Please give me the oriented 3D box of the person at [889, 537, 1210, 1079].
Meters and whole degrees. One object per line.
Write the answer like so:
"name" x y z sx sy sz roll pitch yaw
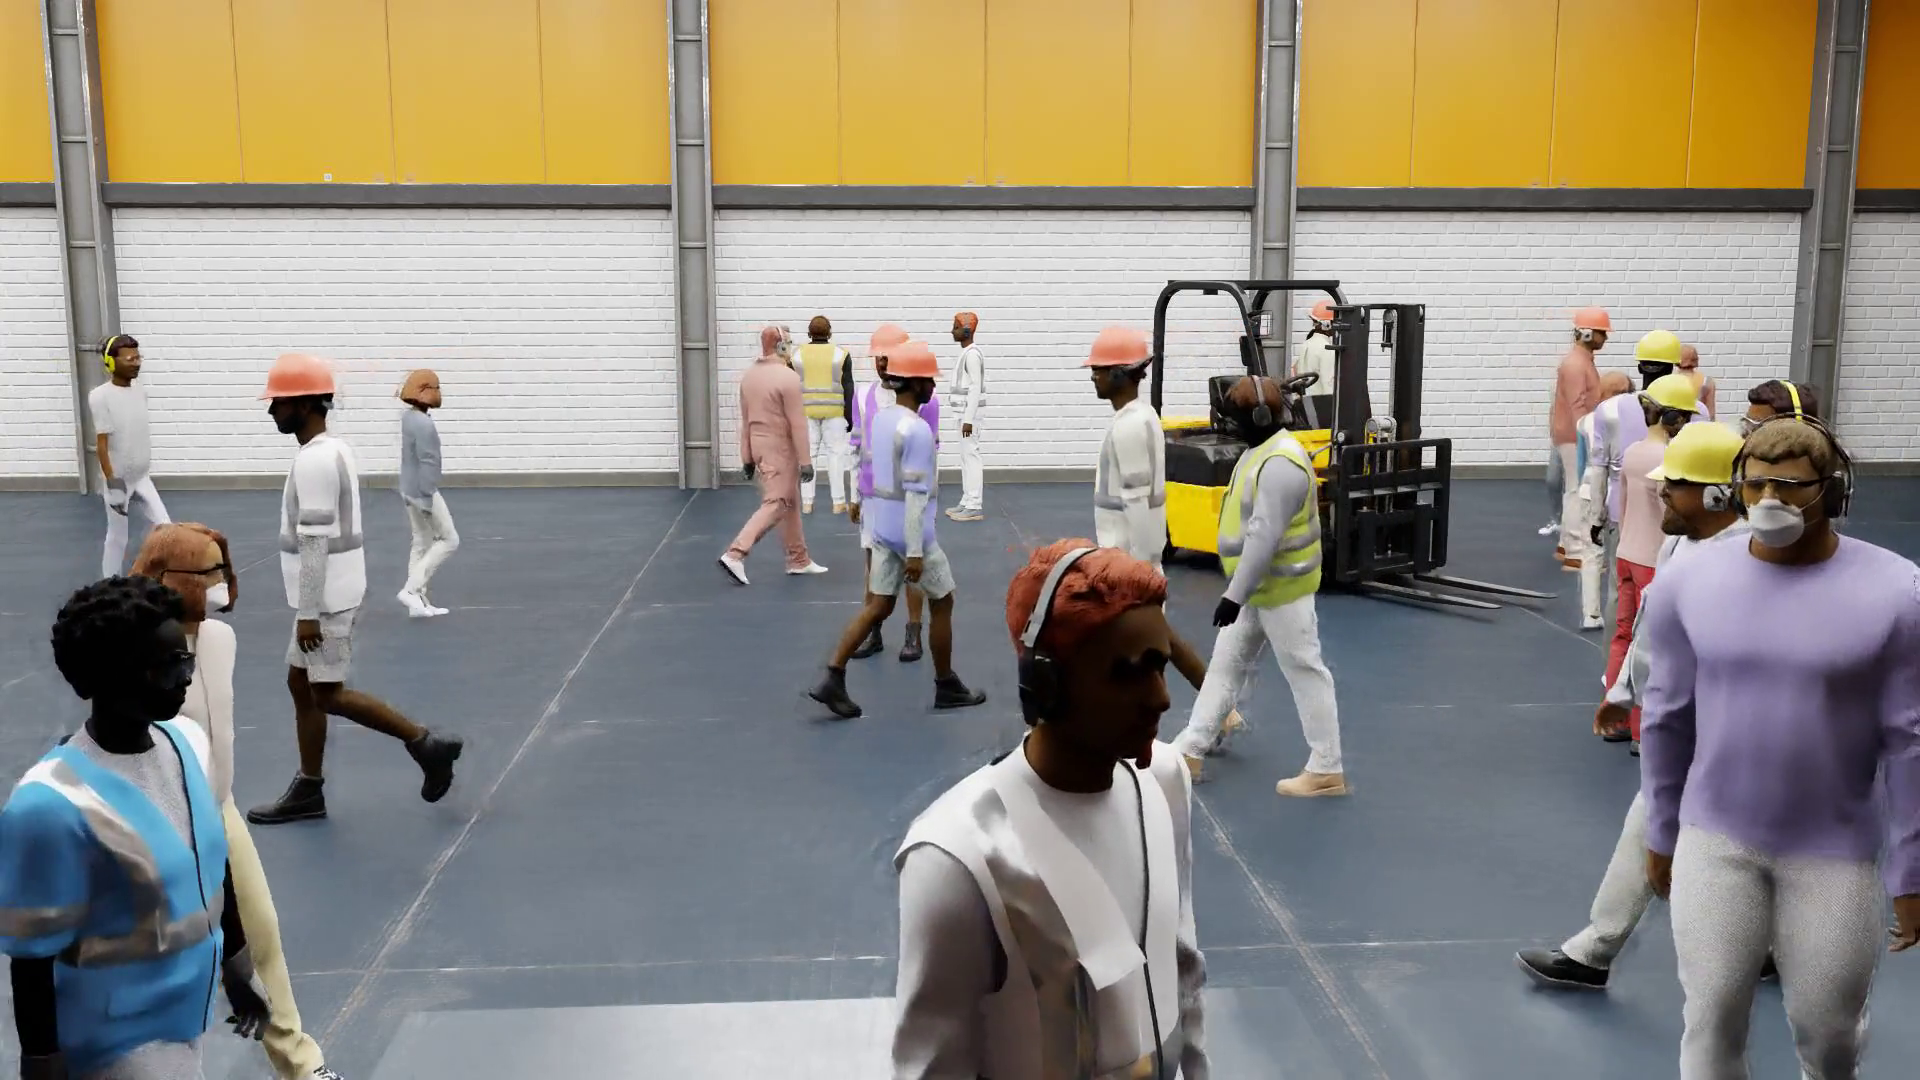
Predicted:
"person" 0.168 0.925 2.302 0.412 1.870 0.578 6 11 33

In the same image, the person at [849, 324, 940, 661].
"person" -0.391 -0.267 9.557 0.543 1.939 0.360 3 9 18

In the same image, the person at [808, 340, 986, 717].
"person" -0.323 -0.048 8.307 0.947 1.902 0.551 -5 10 -29

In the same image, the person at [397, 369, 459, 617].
"person" -3.422 -0.287 10.689 0.342 1.621 0.506 -6 11 -34

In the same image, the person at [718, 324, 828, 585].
"person" -1.358 -0.618 11.993 0.935 1.879 0.643 -6 11 -35

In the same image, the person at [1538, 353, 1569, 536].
"person" 5.092 -0.788 13.841 0.414 1.603 0.529 -6 11 -34

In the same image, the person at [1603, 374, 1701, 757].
"person" 3.213 0.119 7.686 0.323 1.764 0.523 -1 9 -3

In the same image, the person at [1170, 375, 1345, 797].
"person" 1.216 0.208 7.048 0.946 1.791 0.625 0 9 -3

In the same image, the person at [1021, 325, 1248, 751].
"person" 0.840 0.019 7.604 1.021 2.001 0.621 2 9 13

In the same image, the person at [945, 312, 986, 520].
"person" 0.059 -1.119 15.079 0.353 1.883 0.578 -1 9 -7

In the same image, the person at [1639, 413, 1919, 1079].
"person" 1.862 0.663 3.761 0.633 1.923 0.707 7 11 37

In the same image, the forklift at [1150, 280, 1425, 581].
"forklift" 2.301 -0.860 12.475 1.214 2.155 2.313 -6 11 -35

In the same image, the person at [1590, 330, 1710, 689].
"person" 3.633 -0.140 8.792 0.585 1.928 0.369 5 11 31

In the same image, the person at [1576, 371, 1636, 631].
"person" 4.114 -0.244 10.402 0.652 1.606 0.550 -8 12 -40

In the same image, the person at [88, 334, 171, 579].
"person" -5.129 -0.359 10.418 0.788 1.838 0.540 3 9 16

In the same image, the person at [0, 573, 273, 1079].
"person" -1.493 0.891 3.067 0.432 1.682 0.538 0 9 -1

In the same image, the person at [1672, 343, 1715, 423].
"person" 6.268 -0.893 14.444 0.547 1.619 0.381 2 9 11

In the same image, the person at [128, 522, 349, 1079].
"person" -2.045 0.738 4.335 0.847 1.591 0.504 2 9 14

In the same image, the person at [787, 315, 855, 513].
"person" -1.282 -1.160 15.459 0.630 1.846 0.429 1 9 4

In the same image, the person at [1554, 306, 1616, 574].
"person" 4.642 -0.741 12.393 0.438 1.990 0.628 5 10 30

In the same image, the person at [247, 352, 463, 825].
"person" -2.476 0.204 6.678 0.775 1.919 0.553 -3 10 -18

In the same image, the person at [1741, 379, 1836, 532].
"person" 2.918 0.359 5.874 0.463 1.855 0.554 1 9 7

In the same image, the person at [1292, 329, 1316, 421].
"person" 3.564 -1.295 16.802 0.321 1.690 0.529 -5 10 -30

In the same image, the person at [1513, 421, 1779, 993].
"person" 2.256 0.529 5.070 0.952 1.789 0.604 2 9 9

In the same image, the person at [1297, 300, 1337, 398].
"person" 3.214 -1.134 14.824 0.397 1.992 0.623 -2 9 -11
